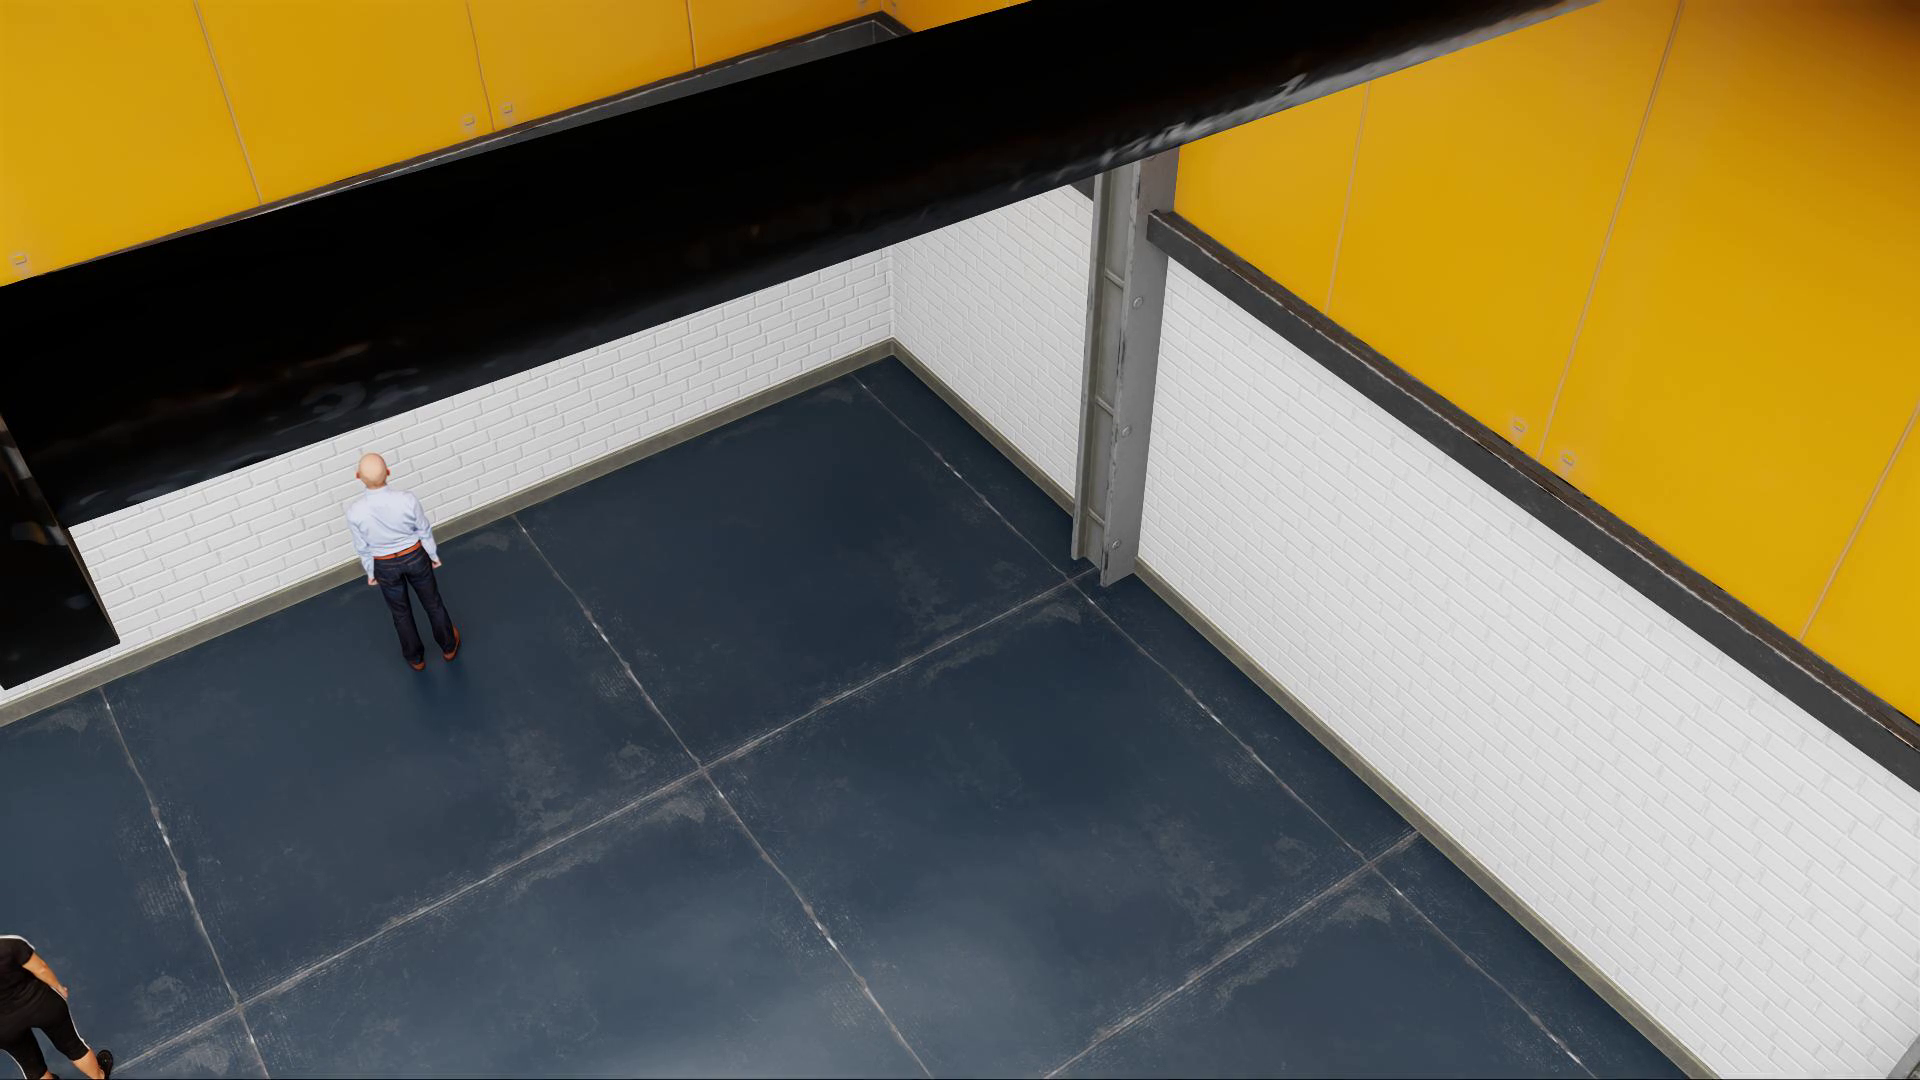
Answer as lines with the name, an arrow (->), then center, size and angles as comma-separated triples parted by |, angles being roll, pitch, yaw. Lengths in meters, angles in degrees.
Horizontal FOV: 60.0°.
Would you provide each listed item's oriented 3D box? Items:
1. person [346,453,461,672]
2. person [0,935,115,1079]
person -> -3.640, 0.149, 10.839 | 0.684, 1.791, 0.632 | -17, 46, -17
person -> -4.837, 2.411, 8.554 | 0.592, 1.670, 0.539 | -22, 48, -21
